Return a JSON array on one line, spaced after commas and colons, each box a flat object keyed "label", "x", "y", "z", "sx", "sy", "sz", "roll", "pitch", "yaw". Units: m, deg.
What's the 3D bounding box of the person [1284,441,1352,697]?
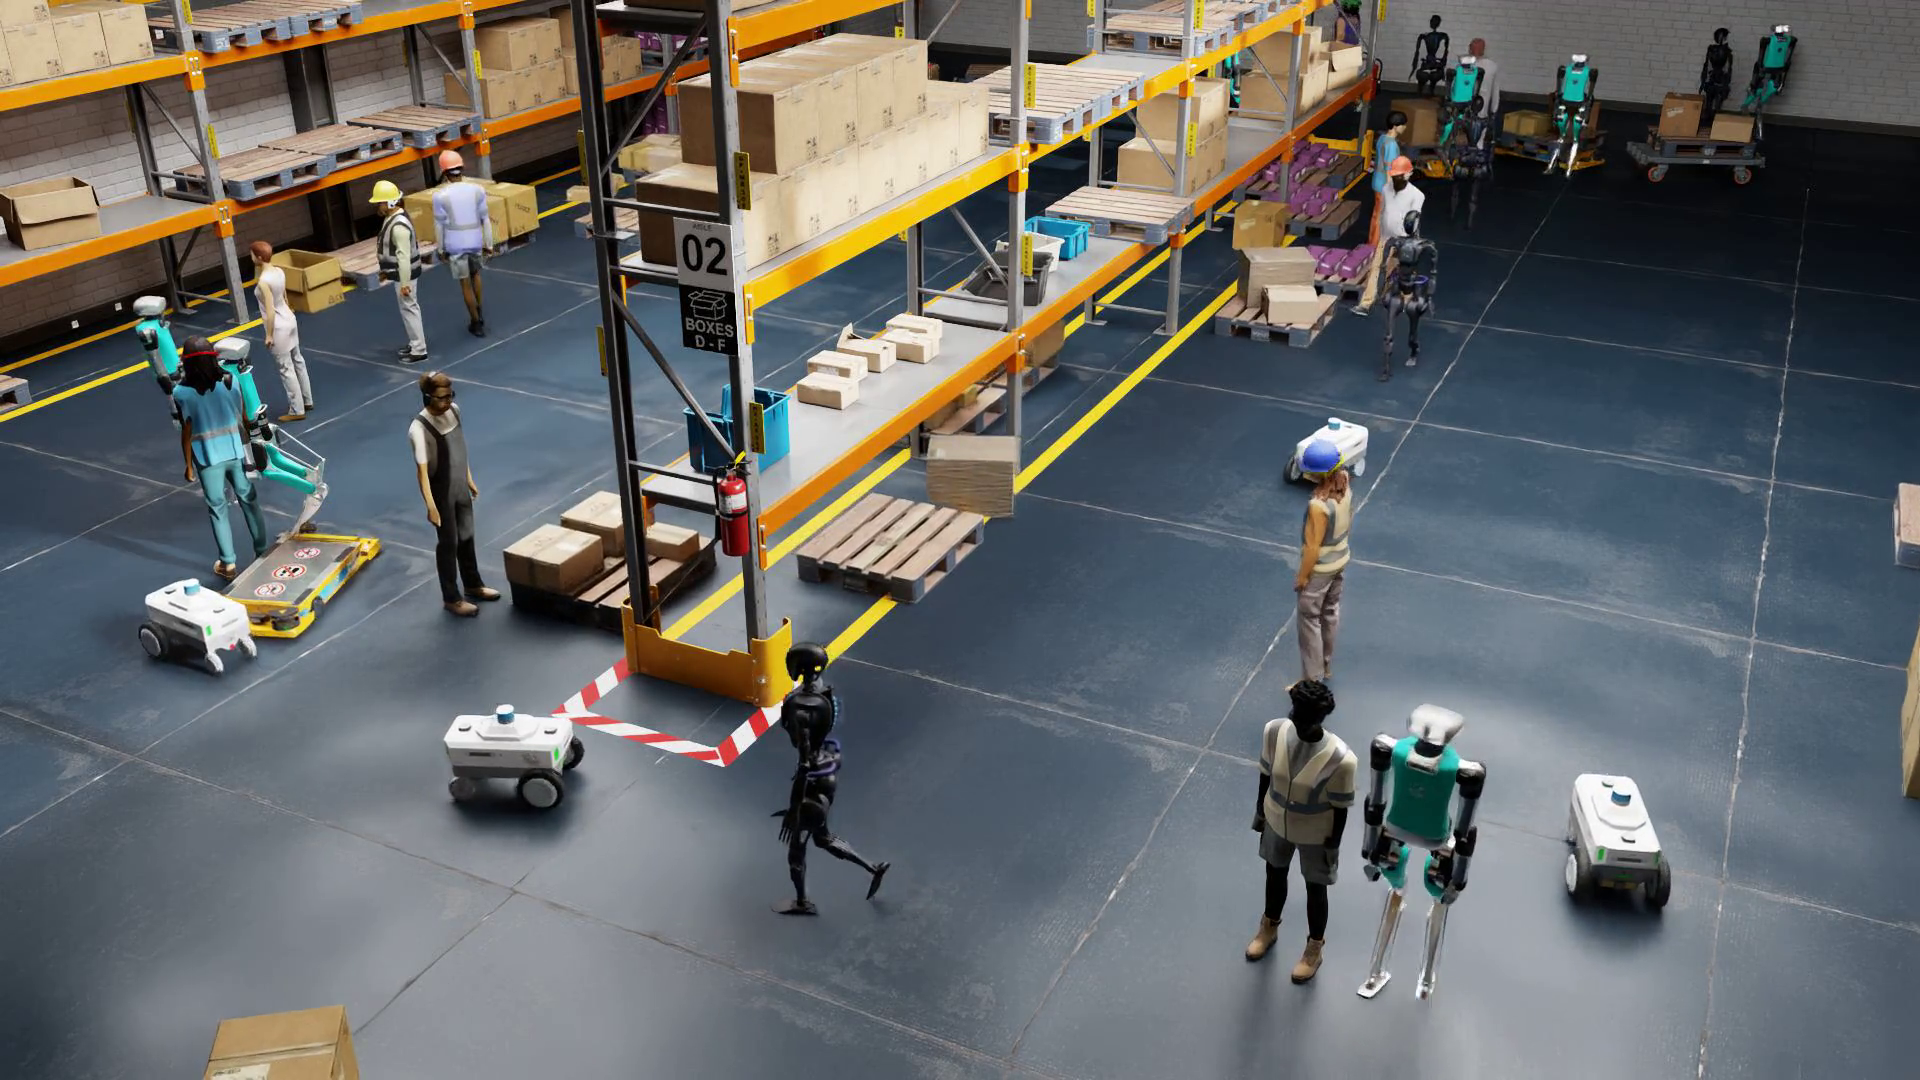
[{"label": "person", "x": 2.321, "y": 0.167, "z": 10.761, "sx": 0.355, "sy": 1.759, "sz": 0.548, "roll": 19, "pitch": 32, "yaw": 33}]

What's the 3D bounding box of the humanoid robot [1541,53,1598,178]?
[{"label": "humanoid robot", "x": 8.454, "y": -5.854, "z": 22.964, "sx": 0.533, "sy": 1.782, "sz": 0.765, "roll": 13, "pitch": 29, "yaw": 24}]

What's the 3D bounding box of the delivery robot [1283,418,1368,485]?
[{"label": "delivery robot", "x": 3.097, "y": -0.727, "z": 13.907, "sx": 0.499, "sy": 0.579, "sz": 0.753, "roll": 21, "pitch": 33, "yaw": 36}]

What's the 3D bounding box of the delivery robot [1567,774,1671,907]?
[{"label": "delivery robot", "x": 3.601, "y": 1.642, "z": 9.161, "sx": 0.499, "sy": 0.614, "sz": 0.815, "roll": 4, "pitch": 27, "yaw": 7}]

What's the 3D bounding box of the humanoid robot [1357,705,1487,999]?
[{"label": "humanoid robot", "x": 2.262, "y": 1.495, "z": 8.092, "sx": 0.530, "sy": 1.768, "sz": 0.740, "roll": 15, "pitch": 30, "yaw": 28}]

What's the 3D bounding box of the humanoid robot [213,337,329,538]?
[{"label": "humanoid robot", "x": -5.053, "y": -0.705, "z": 12.397, "sx": 0.735, "sy": 1.677, "sz": 0.533, "roll": -2, "pitch": 26, "yaw": -4}]

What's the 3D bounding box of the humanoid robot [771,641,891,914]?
[{"label": "humanoid robot", "x": -0.704, "y": 1.267, "z": 8.654, "sx": 0.592, "sy": 1.640, "sz": 0.600, "roll": 2, "pitch": 26, "yaw": 4}]

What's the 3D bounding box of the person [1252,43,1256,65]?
[{"label": "person", "x": 4.869, "y": -7.649, "z": 26.418, "sx": 0.400, "sy": 1.874, "sz": 0.566, "roll": -9, "pitch": 28, "yaw": -17}]

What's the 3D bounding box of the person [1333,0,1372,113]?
[{"label": "person", "x": 6.267, "y": -7.876, "z": 26.881, "sx": 0.559, "sy": 1.871, "sz": 1.004, "roll": -17, "pitch": 31, "yaw": -31}]

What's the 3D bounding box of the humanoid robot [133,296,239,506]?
[{"label": "humanoid robot", "x": -6.069, "y": -1.112, "z": 13.394, "sx": 0.795, "sy": 1.794, "sz": 0.530, "roll": -8, "pitch": 27, "yaw": -15}]

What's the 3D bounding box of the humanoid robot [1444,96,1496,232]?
[{"label": "humanoid robot", "x": 6.347, "y": -4.704, "z": 20.700, "sx": 0.588, "sy": 1.641, "sz": 0.617, "roll": 3, "pitch": 26, "yaw": 6}]

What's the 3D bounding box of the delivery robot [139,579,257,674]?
[{"label": "delivery robot", "x": -5.200, "y": 0.552, "z": 11.347, "sx": 0.805, "sy": 0.601, "sz": 0.499, "roll": 15, "pitch": 30, "yaw": 28}]

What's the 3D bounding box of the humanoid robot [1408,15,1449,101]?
[{"label": "humanoid robot", "x": 7.364, "y": -7.403, "z": 26.157, "sx": 0.589, "sy": 1.665, "sz": 0.383, "roll": -4, "pitch": 27, "yaw": -9}]

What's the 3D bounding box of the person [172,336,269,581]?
[{"label": "person", "x": -5.405, "y": -0.595, "z": 12.181, "sx": 0.539, "sy": 1.865, "sz": 0.384, "roll": -20, "pitch": 33, "yaw": -34}]

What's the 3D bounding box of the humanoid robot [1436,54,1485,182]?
[{"label": "humanoid robot", "x": 6.787, "y": -5.885, "z": 23.045, "sx": 0.530, "sy": 1.754, "sz": 0.960, "roll": -4, "pitch": 27, "yaw": -8}]

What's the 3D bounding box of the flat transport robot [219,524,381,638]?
[{"label": "flat transport robot", "x": -4.868, "y": 0.291, "z": 12.190, "sx": 0.659, "sy": 0.231, "sz": 1.431, "roll": 3, "pitch": 26, "yaw": 6}]

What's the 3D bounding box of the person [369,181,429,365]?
[{"label": "person", "x": -5.493, "y": -2.628, "z": 16.341, "sx": 0.403, "sy": 1.824, "sz": 0.597, "roll": -9, "pitch": 28, "yaw": -18}]

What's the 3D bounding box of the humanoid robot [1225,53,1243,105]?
[{"label": "humanoid robot", "x": 4.299, "y": -6.896, "z": 25.071, "sx": 1.024, "sy": 1.713, "sz": 0.546, "roll": -3, "pitch": 27, "yaw": -6}]

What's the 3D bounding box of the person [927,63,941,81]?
[{"label": "person", "x": -0.393, "y": -5.345, "z": 21.834, "sx": 0.624, "sy": 1.805, "sz": 0.689, "roll": 8, "pitch": 27, "yaw": 16}]

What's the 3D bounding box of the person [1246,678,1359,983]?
[{"label": "person", "x": 1.695, "y": 1.425, "z": 8.293, "sx": 0.532, "sy": 1.693, "sz": 0.320, "roll": 22, "pitch": 34, "yaw": 37}]

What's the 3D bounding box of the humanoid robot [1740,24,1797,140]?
[{"label": "humanoid robot", "x": 12.090, "y": -6.893, "z": 25.063, "sx": 0.530, "sy": 1.791, "sz": 0.694, "roll": -1, "pitch": 26, "yaw": -2}]

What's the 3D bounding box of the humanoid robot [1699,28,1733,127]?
[{"label": "humanoid robot", "x": 11.459, "y": -6.902, "z": 25.139, "sx": 0.401, "sy": 1.632, "sz": 0.589, "roll": -10, "pitch": 28, "yaw": -19}]

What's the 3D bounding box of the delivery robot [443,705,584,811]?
[{"label": "delivery robot", "x": -2.652, "y": 1.270, "z": 9.910, "sx": 0.807, "sy": 0.613, "sz": 0.499, "roll": 1, "pitch": 26, "yaw": 3}]

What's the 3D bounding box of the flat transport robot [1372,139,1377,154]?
[{"label": "flat transport robot", "x": 6.779, "y": -5.733, "z": 24.358, "sx": 1.431, "sy": 0.231, "sz": 0.659, "roll": 12, "pitch": 29, "yaw": 23}]

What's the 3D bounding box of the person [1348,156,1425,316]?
[{"label": "person", "x": 4.561, "y": -3.184, "z": 17.576, "sx": 0.866, "sy": 1.707, "sz": 0.582, "roll": -19, "pitch": 32, "yaw": -33}]

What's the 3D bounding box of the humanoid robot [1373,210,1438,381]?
[{"label": "humanoid robot", "x": 4.329, "y": -2.378, "z": 16.060, "sx": 0.616, "sy": 1.651, "sz": 0.750, "roll": 15, "pitch": 30, "yaw": 27}]

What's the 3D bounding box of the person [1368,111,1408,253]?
[{"label": "person", "x": 4.985, "y": -4.132, "z": 19.447, "sx": 0.332, "sy": 1.757, "sz": 0.507, "roll": 0, "pitch": 26, "yaw": 1}]

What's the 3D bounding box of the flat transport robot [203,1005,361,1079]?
[{"label": "flat transport robot", "x": -2.982, "y": 2.972, "z": 6.775, "sx": 0.659, "sy": 0.231, "sz": 1.431, "roll": -5, "pitch": 27, "yaw": -10}]

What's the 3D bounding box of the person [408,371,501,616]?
[{"label": "person", "x": -3.586, "y": -0.329, "z": 11.685, "sx": 0.365, "sy": 1.834, "sz": 0.519, "roll": 8, "pitch": 28, "yaw": 16}]

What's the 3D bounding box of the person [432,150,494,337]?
[{"label": "person", "x": -5.120, "y": -3.056, "z": 17.091, "sx": 0.550, "sy": 1.912, "sz": 0.580, "roll": -19, "pitch": 32, "yaw": -33}]

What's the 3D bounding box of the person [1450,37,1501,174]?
[{"label": "person", "x": 7.132, "y": -5.986, "z": 23.071, "sx": 0.679, "sy": 1.874, "sz": 0.793, "roll": 4, "pitch": 27, "yaw": 7}]

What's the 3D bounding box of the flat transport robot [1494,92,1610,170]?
[{"label": "flat transport robot", "x": 8.548, "y": -5.629, "z": 24.148, "sx": 0.659, "sy": 0.231, "sz": 1.431, "roll": -19, "pitch": 32, "yaw": -33}]

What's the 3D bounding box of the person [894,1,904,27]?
[{"label": "person", "x": -1.013, "y": -9.504, "z": 30.216, "sx": 0.367, "sy": 1.833, "sz": 0.503, "roll": 11, "pitch": 29, "yaw": 22}]

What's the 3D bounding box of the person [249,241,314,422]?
[{"label": "person", "x": -6.146, "y": -1.888, "z": 15.022, "sx": 0.269, "sy": 1.656, "sz": 0.462, "roll": 1, "pitch": 26, "yaw": 2}]

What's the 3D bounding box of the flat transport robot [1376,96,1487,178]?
[{"label": "flat transport robot", "x": 6.709, "y": -5.452, "z": 23.791, "sx": 0.659, "sy": 0.231, "sz": 1.431, "roll": -6, "pitch": 27, "yaw": -12}]
